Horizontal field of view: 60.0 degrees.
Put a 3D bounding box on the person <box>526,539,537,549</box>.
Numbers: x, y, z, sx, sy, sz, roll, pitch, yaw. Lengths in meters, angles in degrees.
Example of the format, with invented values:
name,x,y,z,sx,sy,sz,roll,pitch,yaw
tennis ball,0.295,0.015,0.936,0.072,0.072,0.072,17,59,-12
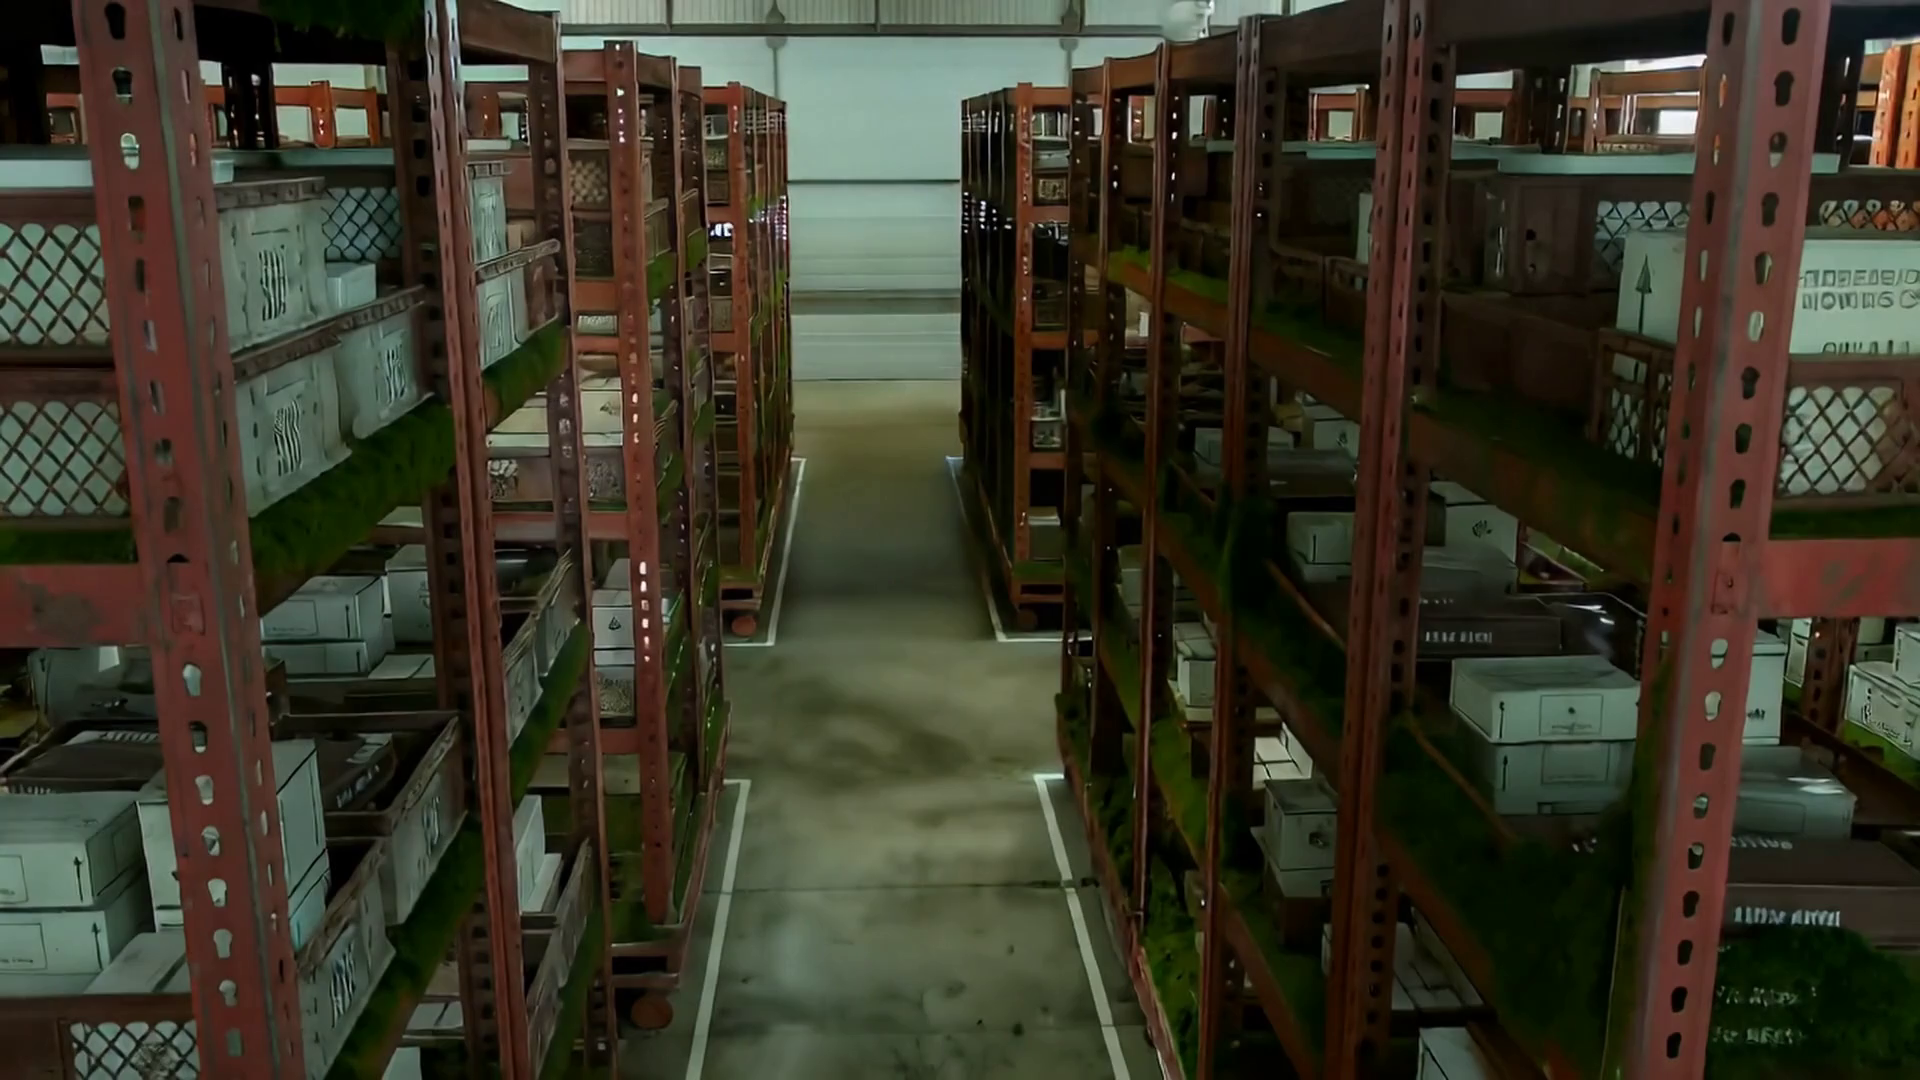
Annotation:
name,x,y,z,sx,sy,sz,roll,pitch,yaw
person,-2.647,-0.201,10.479,0.415,1.985,0.611,-1,14,-3
